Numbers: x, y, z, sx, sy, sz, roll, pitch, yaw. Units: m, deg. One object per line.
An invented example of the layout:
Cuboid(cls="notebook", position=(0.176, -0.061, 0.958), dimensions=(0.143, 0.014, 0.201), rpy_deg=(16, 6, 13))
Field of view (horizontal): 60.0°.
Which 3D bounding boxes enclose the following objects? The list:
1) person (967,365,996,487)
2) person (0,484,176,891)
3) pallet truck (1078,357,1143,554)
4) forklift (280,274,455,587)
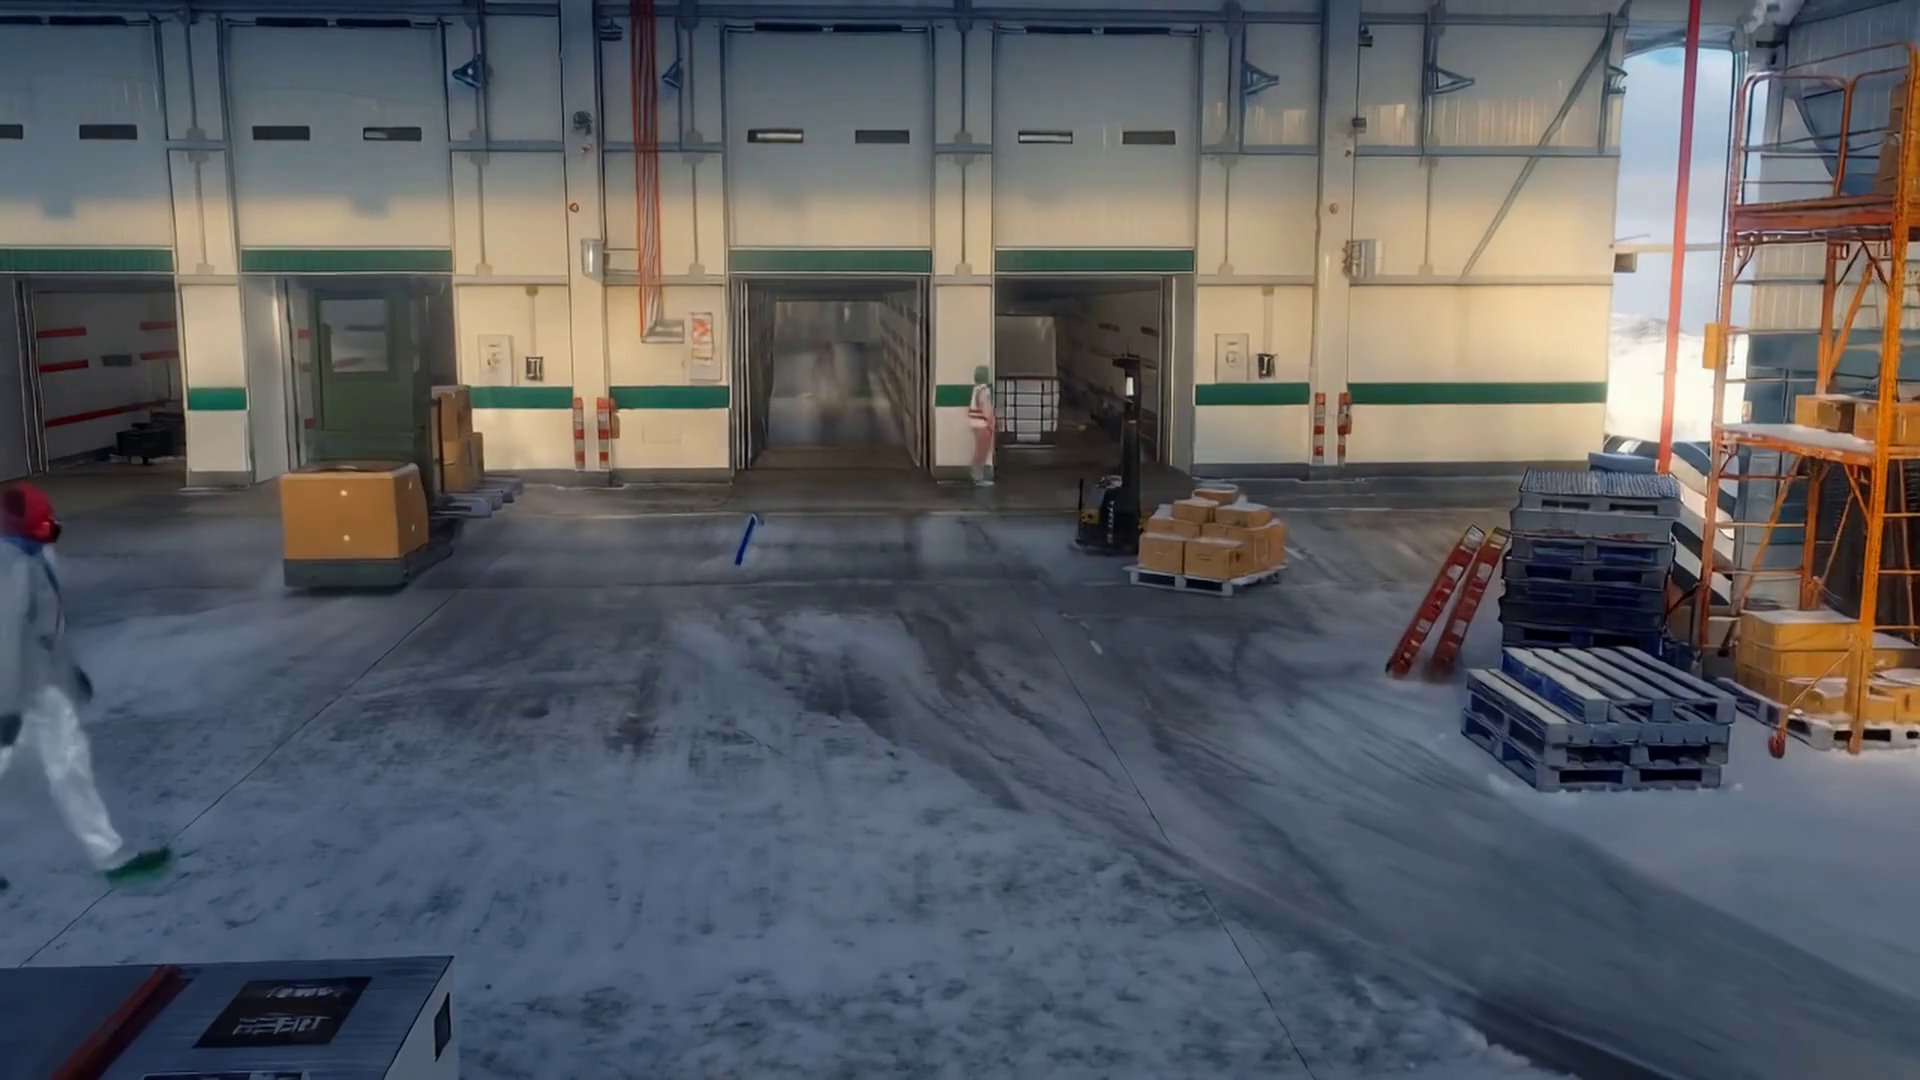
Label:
Cuboid(cls="person", position=(0.315, -1.510, 22.158), dimensions=(0.369, 1.627, 0.522), rpy_deg=(-1, 9, -9))
Cuboid(cls="person", position=(-4.243, 0.686, 7.602), dimensions=(0.984, 1.889, 0.650), rpy_deg=(-4, 10, -25))
Cuboid(cls="pallet truck", position=(2.088, -0.836, 16.757), dimensions=(1.885, 1.965, 0.823), rpy_deg=(2, 9, 13))
Cuboid(cls="forklift", position=(-5.540, -1.067, 15.447), dimensions=(1.129, 2.768, 1.873), rpy_deg=(-1, 9, -4))
